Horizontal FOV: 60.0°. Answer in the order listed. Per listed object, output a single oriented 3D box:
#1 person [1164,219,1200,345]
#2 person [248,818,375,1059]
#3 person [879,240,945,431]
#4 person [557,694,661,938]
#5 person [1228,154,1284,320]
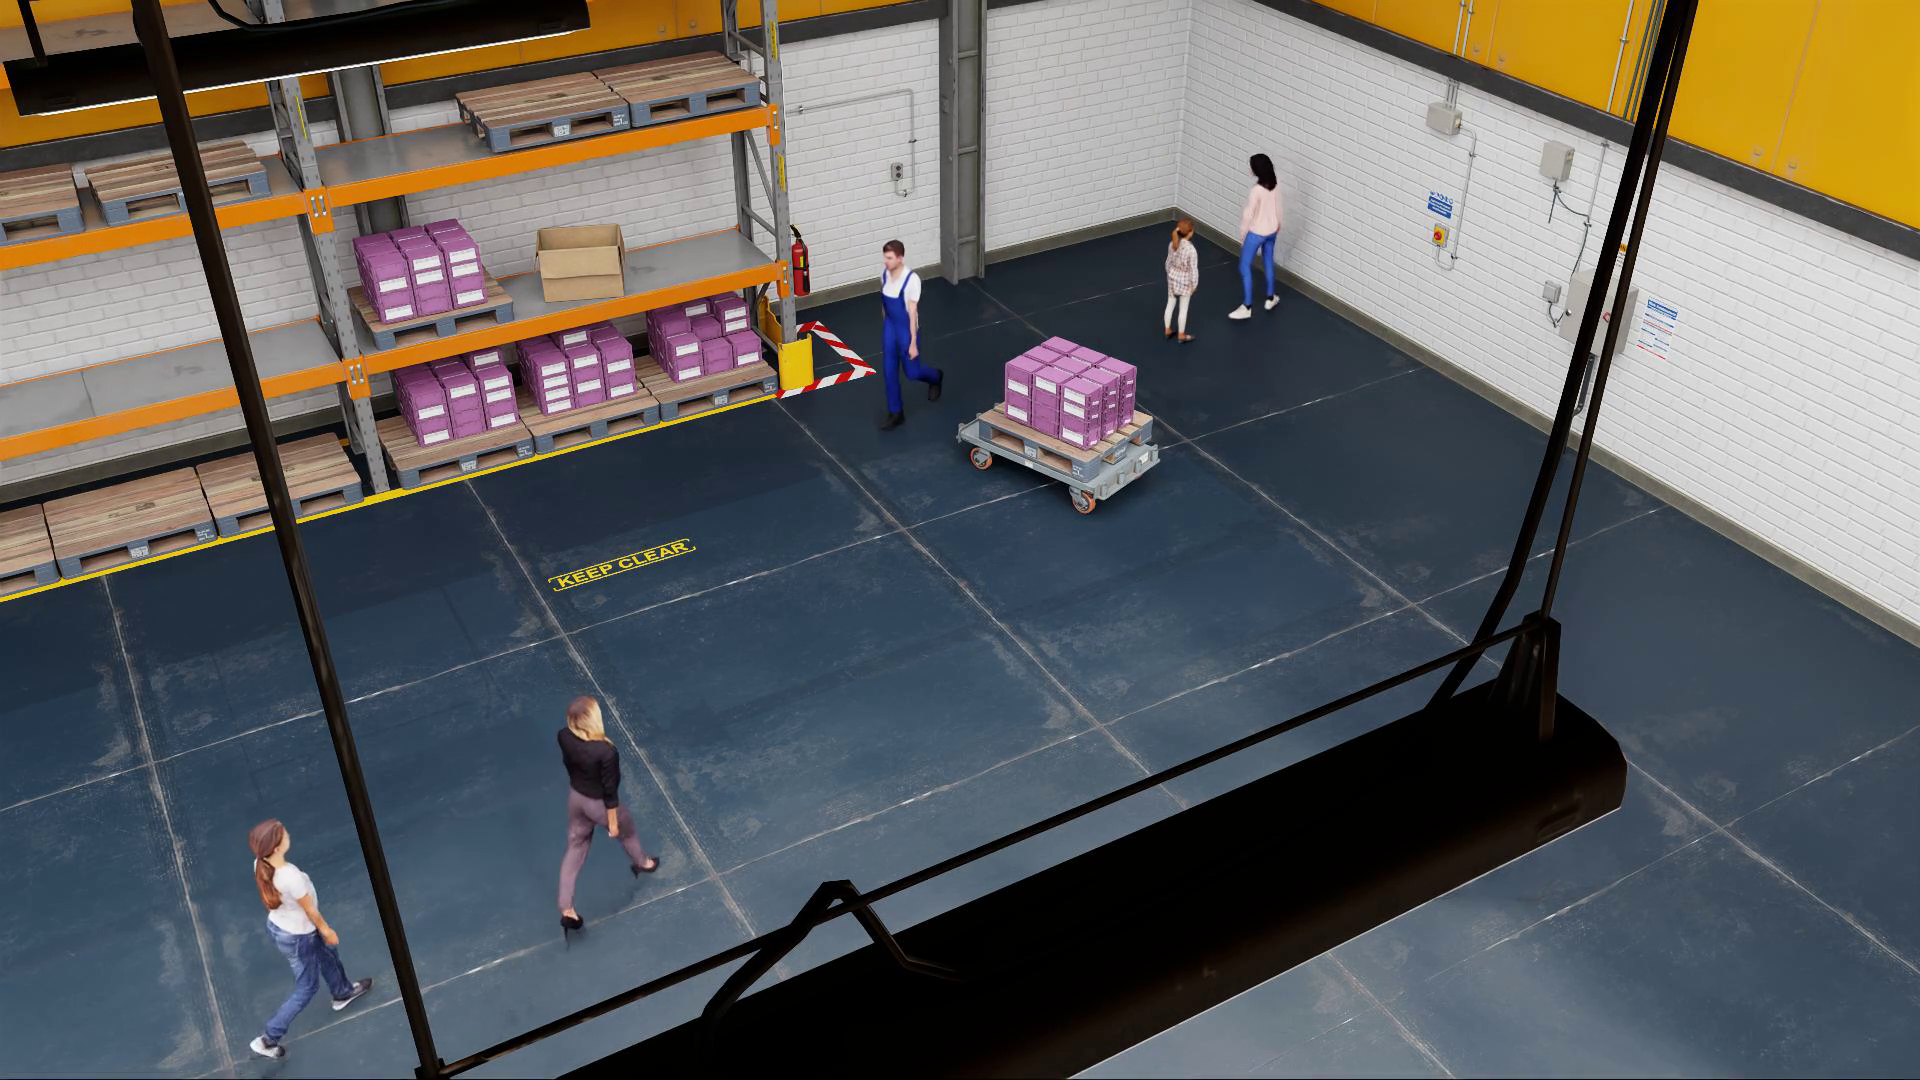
[{"bbox_3d":[2.223,-2.623,16.799,0.567,1.311,0.580,-28,43,-36],"label":"person"},{"bbox_3d":[-3.754,2.229,9.293,0.761,1.539,1.080,25,41,32],"label":"person"},{"bbox_3d":[-0.469,-1.917,15.271,0.885,1.827,1.127,23,40,31],"label":"person"},{"bbox_3d":[-2.265,1.692,10.029,0.963,1.619,1.138,16,37,23],"label":"person"},{"bbox_3d":[3.163,-3.170,17.229,0.599,1.745,1.017,-17,37,-24],"label":"person"}]
